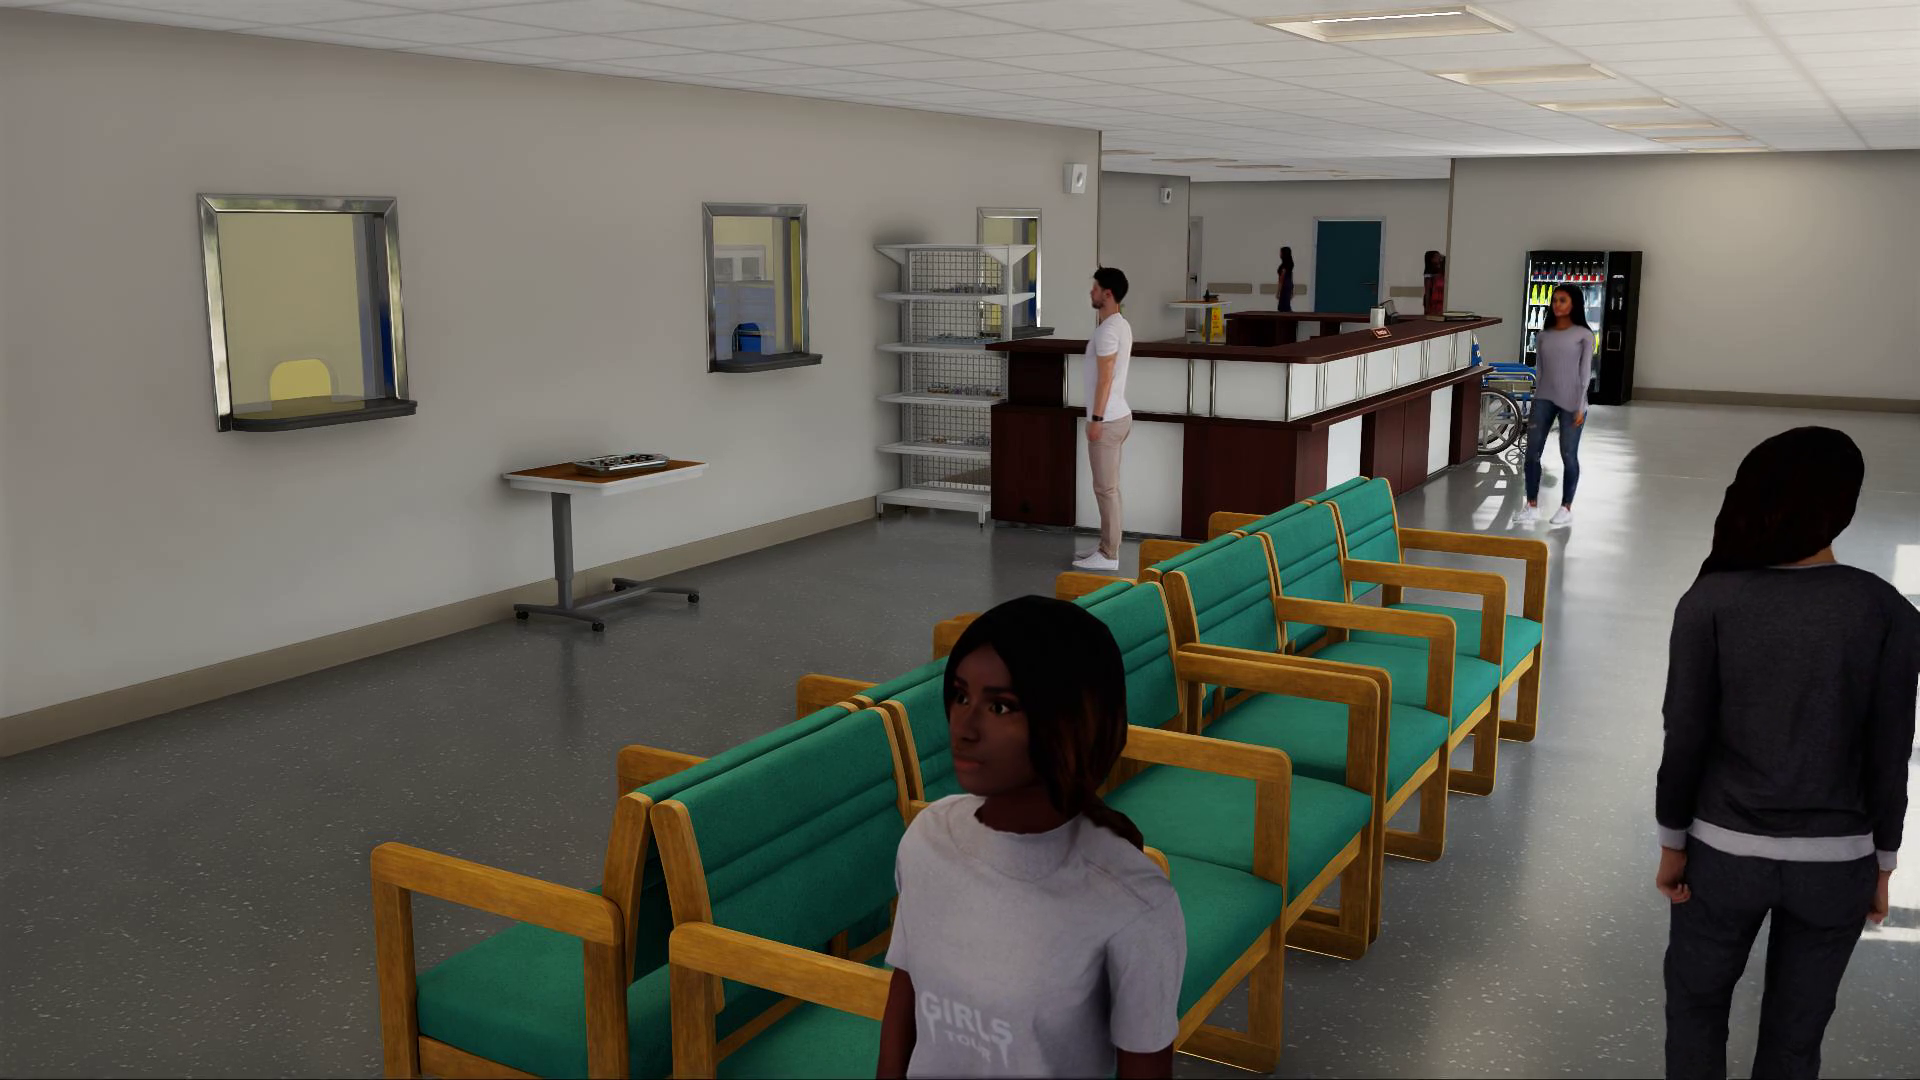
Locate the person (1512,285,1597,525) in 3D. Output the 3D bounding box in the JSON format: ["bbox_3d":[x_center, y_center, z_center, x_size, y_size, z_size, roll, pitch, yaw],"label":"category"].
[{"bbox_3d":[4.380,-0.960,11.972,0.770,1.718,0.764,10,14,42],"label":"person"}]

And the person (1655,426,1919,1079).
[{"bbox_3d":[1.642,0.660,3.334,0.814,1.754,0.726,5,12,23],"label":"person"}]

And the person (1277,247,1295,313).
[{"bbox_3d":[6.359,-4.749,31.927,0.642,1.721,0.614,7,13,32],"label":"person"}]

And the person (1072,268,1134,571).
[{"bbox_3d":[0.927,-0.760,10.460,0.705,1.888,0.745,2,11,13],"label":"person"}]

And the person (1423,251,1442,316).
[{"bbox_3d":[7.802,-3.901,27.440,0.646,1.729,0.674,10,15,44],"label":"person"}]

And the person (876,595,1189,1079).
[{"bbox_3d":[0.075,0.910,2.114,0.511,1.719,0.682,9,14,39],"label":"person"}]
